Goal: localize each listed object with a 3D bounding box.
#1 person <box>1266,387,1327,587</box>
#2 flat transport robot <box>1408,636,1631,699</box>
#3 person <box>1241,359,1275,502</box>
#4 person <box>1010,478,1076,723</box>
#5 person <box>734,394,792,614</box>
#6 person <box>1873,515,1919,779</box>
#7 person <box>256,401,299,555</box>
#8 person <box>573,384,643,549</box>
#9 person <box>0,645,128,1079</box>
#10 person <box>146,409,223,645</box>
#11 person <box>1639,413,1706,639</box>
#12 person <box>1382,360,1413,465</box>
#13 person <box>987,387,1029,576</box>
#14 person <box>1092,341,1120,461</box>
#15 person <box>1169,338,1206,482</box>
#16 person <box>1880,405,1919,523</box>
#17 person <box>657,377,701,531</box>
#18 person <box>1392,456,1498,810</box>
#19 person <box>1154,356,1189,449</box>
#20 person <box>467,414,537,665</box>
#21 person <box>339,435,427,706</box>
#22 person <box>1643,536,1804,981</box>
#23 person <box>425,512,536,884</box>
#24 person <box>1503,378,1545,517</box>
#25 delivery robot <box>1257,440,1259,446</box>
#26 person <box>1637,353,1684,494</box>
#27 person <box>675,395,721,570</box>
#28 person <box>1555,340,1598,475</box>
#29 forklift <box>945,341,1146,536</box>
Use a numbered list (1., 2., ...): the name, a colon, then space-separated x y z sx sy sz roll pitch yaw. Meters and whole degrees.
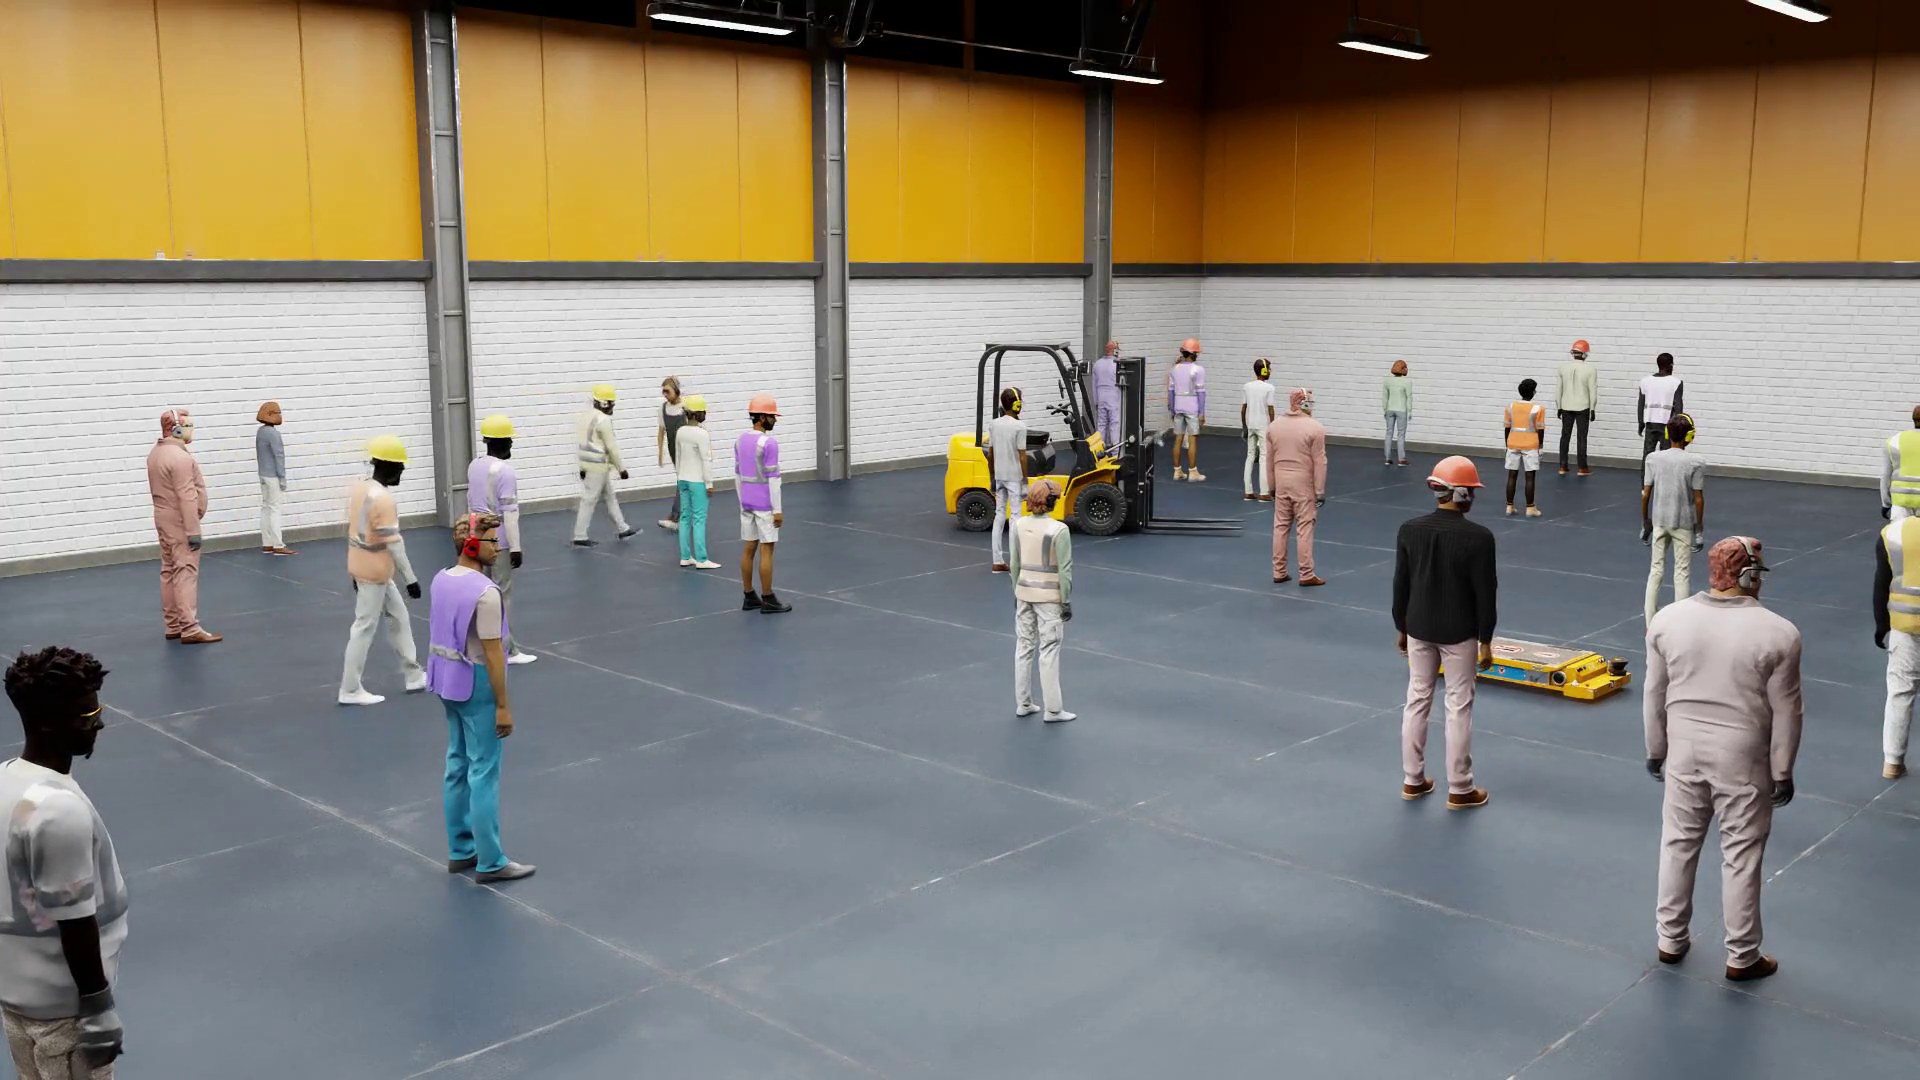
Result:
1. person: 3.247 -0.509 15.973 0.400 1.905 0.643 -9 13 -43
2. flat transport robot: 4.118 0.906 12.284 1.431 0.197 0.652 9 13 43
3. person: 3.909 -1.430 21.747 0.336 1.862 0.521 -9 13 -43
4. person: 0.544 0.405 11.164 0.314 1.641 0.515 -9 13 -43
5. person: -1.751 -0.317 14.700 0.376 1.934 0.546 -9 13 -43
6. person: 5.724 0.527 9.802 0.430 1.845 0.624 -9 13 -43
7. person: -7.305 -0.657 17.694 0.286 1.633 0.500 -9 13 -43
8. person: -3.842 -0.804 18.123 0.911 1.782 0.596 -5 10 -26
9. person: -2.611 1.275 4.846 0.374 1.963 0.608 -9 13 -43
10. person: -6.316 -0.112 13.519 0.400 1.910 0.643 -9 13 -43
11. person: 5.805 -0.099 13.553 0.336 1.873 0.521 -9 13 -43
12. person: 6.772 -1.970 25.745 0.286 1.633 0.500 -9 13 -43
13. person: 0.494 -0.583 16.522 0.336 1.873 0.521 -9 13 -43
14. person: 2.386 -2.179 26.191 0.400 1.910 0.643 -9 13 -43
15. person: 3.268 -1.857 23.800 0.392 2.045 0.608 -9 13 -43
16. person: 8.634 -0.315 14.980 0.430 1.841 0.624 -9 13 -43
17. person: -3.255 -1.019 19.499 0.580 1.781 0.970 3 10 20
18. person: 2.742 0.519 9.397 0.392 1.991 0.613 -9 13 -43
19. person: 3.653 -2.337 28.101 0.534 1.599 0.780 -6 11 -33
20. person: -3.549 -0.003 12.787 0.384 1.928 0.588 -9 13 -43
21. person: -3.963 0.213 11.597 0.886 1.880 0.607 -5 10 -26
22. person: 3.280 0.928 7.162 0.400 1.905 0.643 -9 13 -43
23. person: -2.422 0.781 8.248 0.397 1.840 0.564 -9 13 -43
24. person: 6.917 -1.130 20.401 0.322 1.696 0.535 -9 13 -43
25. delivery robot: 4.937 -1.527 26.041 0.707 0.478 0.477 9 13 43
26. person: 9.372 -1.546 22.291 0.399 1.916 0.590 -9 13 -43
27. person: -2.675 -0.586 16.855 0.327 1.769 0.525 -9 13 -43
28. person: 9.097 -1.953 24.535 0.390 1.995 0.613 -9 13 -43
29. forklift: 0.977 -1.223 19.452 2.313 2.155 1.214 2 9 11
